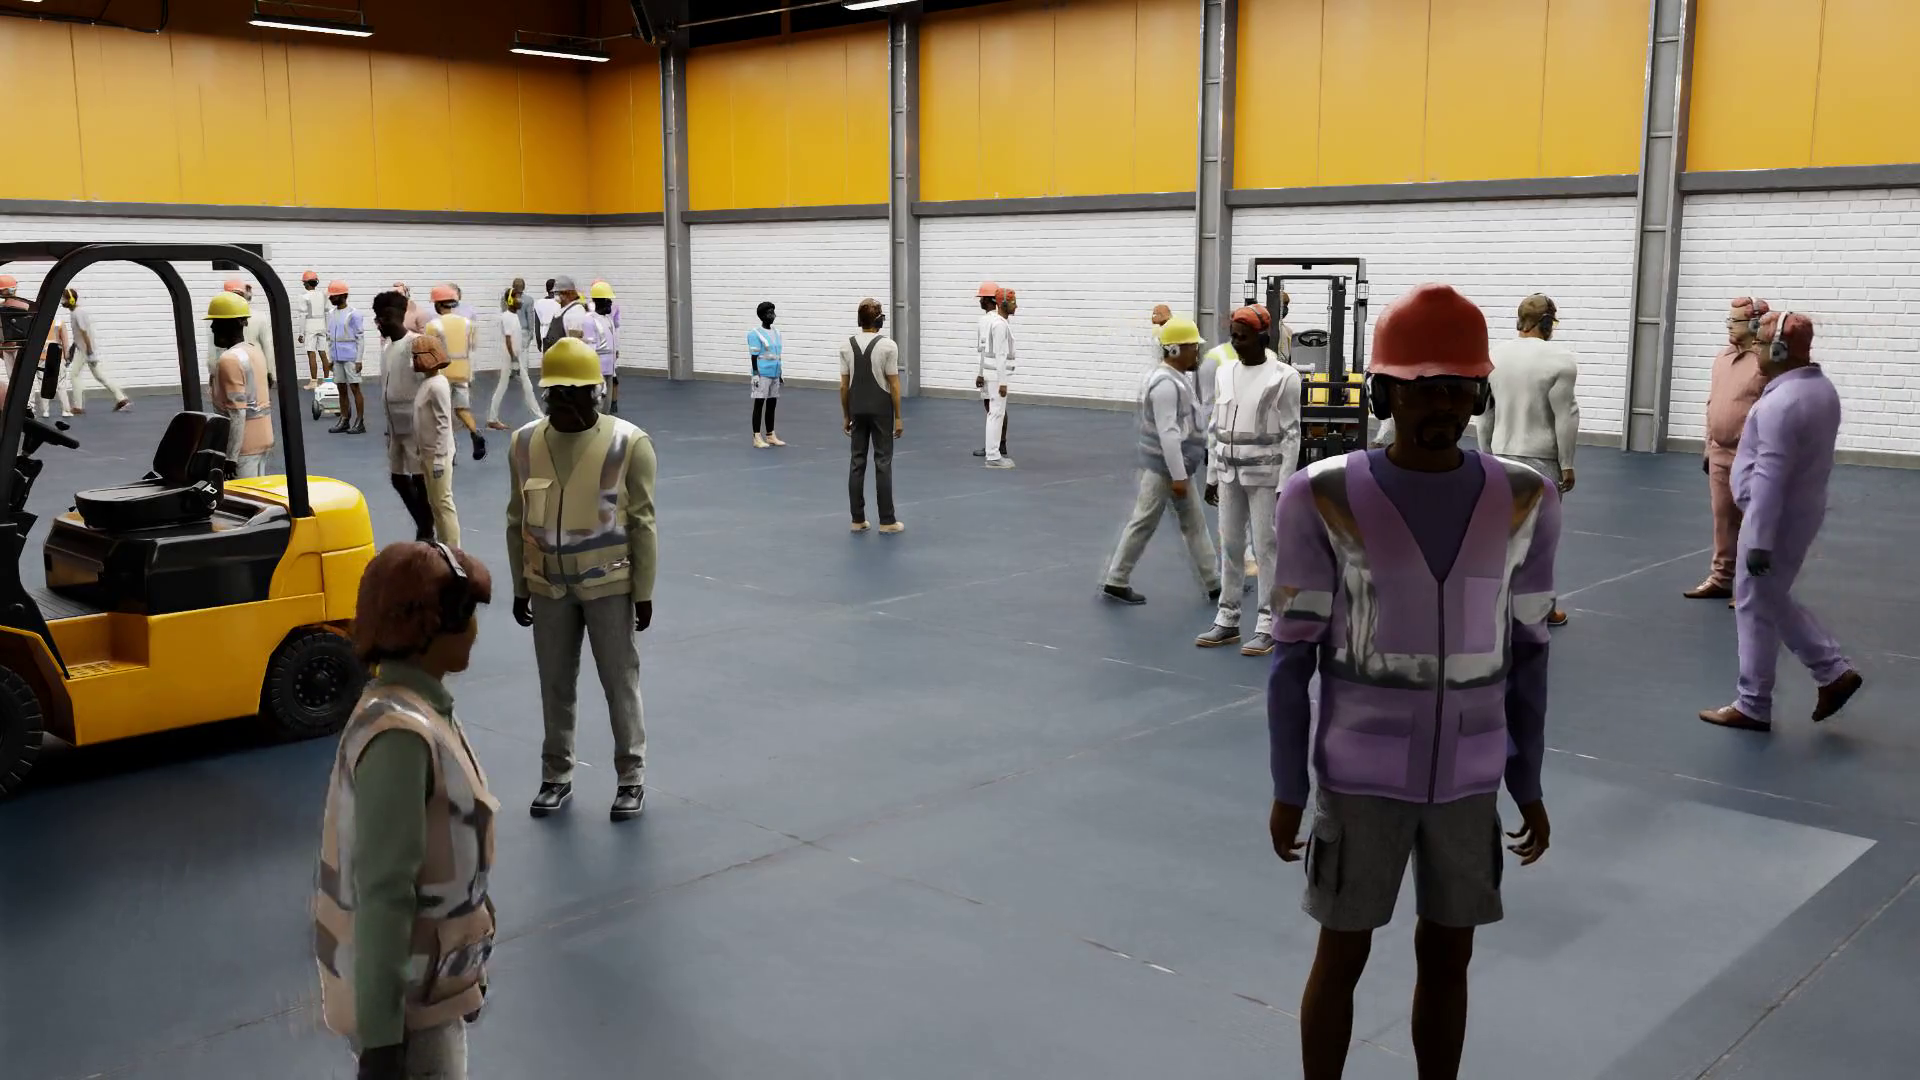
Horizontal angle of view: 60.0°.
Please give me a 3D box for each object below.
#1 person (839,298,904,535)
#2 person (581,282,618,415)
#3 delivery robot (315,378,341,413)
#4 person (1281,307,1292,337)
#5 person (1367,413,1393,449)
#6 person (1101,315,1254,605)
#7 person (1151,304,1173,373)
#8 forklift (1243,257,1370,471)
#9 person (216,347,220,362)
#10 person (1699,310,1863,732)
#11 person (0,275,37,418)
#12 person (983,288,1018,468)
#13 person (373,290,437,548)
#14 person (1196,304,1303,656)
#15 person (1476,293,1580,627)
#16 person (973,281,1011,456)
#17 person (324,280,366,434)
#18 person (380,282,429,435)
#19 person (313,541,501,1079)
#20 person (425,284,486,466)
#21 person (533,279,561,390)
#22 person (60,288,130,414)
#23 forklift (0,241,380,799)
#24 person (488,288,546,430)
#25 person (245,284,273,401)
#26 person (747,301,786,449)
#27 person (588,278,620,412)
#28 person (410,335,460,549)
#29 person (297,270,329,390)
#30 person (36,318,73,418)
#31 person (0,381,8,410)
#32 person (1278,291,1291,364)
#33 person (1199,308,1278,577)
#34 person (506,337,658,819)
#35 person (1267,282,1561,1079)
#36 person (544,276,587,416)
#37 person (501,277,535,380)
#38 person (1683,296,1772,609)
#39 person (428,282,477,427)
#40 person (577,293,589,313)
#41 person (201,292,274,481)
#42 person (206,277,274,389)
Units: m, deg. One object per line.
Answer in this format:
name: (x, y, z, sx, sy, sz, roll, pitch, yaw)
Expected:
person: (-0.689, -0.960, 12.991, 0.504, 1.847, 0.344, 4, 10, 21)
person: (-3.912, -1.852, 18.217, 0.366, 1.927, 0.585, 2, 9, 11)
delivery robot: (-8.734, -2.000, 23.032, 0.477, 0.478, 0.707, -4, 10, -25)
person: (3.442, -1.766, 18.181, 0.323, 1.767, 0.533, 7, 12, 37)
person: (5.102, -1.825, 19.080, 0.844, 1.588, 0.498, 2, 9, 9)
person: (1.307, -0.468, 10.159, 0.939, 1.790, 0.610, 3, 10, 17)
person: (2.493, -2.083, 20.528, 0.279, 1.634, 0.497, 5, 11, 30)
forklift: (3.309, -1.629, 16.029, 1.214, 2.155, 2.313, 2, 9, 11)
person: (-9.708, -2.368, 22.267, 0.515, 1.636, 0.315, -8, 13, -42)
person: (3.655, -0.064, 7.351, 0.525, 1.890, 0.674, 8, 13, 42)
person: (-13.075, -2.658, 22.978, 0.611, 1.985, 0.393, 5, 10, 26)
person: (0.418, -1.683, 17.355, 0.355, 1.876, 0.573, 0, 9, -2)
person: (-3.805, -0.769, 11.604, 0.746, 1.931, 0.401, 8, 12, 39)
person: (1.557, -0.324, 8.970, 0.355, 1.887, 0.573, -8, 12, -42)
person: (3.289, -0.459, 9.655, 0.371, 1.934, 0.627, -8, 12, -39)
person: (0.336, -1.888, 18.399, 0.362, 1.939, 0.542, 5, 11, 28)
person: (-7.738, -2.292, 20.894, 0.549, 1.932, 0.375, 5, 10, 26)
person: (-6.932, -2.250, 20.721, 0.643, 1.909, 0.410, 2, 9, 12)
person: (-0.952, 0.806, 2.903, 0.337, 1.598, 0.572, -2, 10, -14)
person: (-5.292, -1.715, 17.394, 0.613, 1.919, 0.556, 8, 12, 41)
person: (-6.488, -3.199, 26.533, 0.587, 1.911, 0.398, 1, 9, 4)
person: (-12.449, -2.705, 23.845, 0.892, 1.816, 0.530, -4, 10, -24)
forklift: (-3.706, -0.171, 7.093, 1.214, 2.155, 2.313, 9, 13, 43)
person: (-5.672, -2.314, 21.374, 0.964, 1.817, 0.560, 1, 9, 4)
person: (-11.175, -3.059, 25.869, 0.738, 1.848, 0.525, 1, 9, 7)
person: (-2.235, -1.908, 19.265, 0.317, 1.696, 0.542, 6, 11, 32)
person: (-5.162, -2.787, 23.913, 0.553, 1.935, 0.362, -8, 12, -40)
person: (-3.525, -0.552, 11.144, 0.278, 1.633, 0.507, -5, 11, -28)
person: (-11.061, -3.578, 28.441, 0.371, 2.044, 0.608, 5, 11, 29)
person: (-12.665, -2.512, 23.136, 0.515, 1.641, 0.314, -3, 10, -16)
person: (-5.650, -0.353, 9.515, 0.317, 1.767, 0.535, 8, 12, 40)
person: (3.336, -1.718, 17.678, 0.430, 1.838, 0.619, 2, 9, 10)
person: (1.933, -0.691, 11.424, 0.644, 1.829, 0.704, -4, 10, -25)
person: (-1.425, 0.152, 6.265, 0.590, 1.824, 0.404, 2, 9, 9)
person: (0.957, 0.488, 3.516, 0.614, 2.043, 0.374, -1, 9, -4)
person: (-4.815, -2.309, 20.672, 1.003, 2.000, 0.684, -6, 11, -34)
person: (-8.154, -3.880, 30.678, 0.640, 1.919, 0.621, 0, 9, 3)
person: (4.784, -0.532, 10.193, 0.399, 1.904, 0.644, -3, 10, -16)
person: (-6.719, -2.460, 22.042, 0.637, 1.906, 0.981, -4, 10, -25)
person: (-5.194, -2.503, 22.764, 0.297, 1.745, 0.484, 7, 11, 35)
person: (-4.559, -0.601, 10.544, 0.370, 1.927, 0.588, -1, 9, -9)
person: (-7.661, -1.792, 17.693, 0.645, 1.975, 0.434, -6, 11, -34)
